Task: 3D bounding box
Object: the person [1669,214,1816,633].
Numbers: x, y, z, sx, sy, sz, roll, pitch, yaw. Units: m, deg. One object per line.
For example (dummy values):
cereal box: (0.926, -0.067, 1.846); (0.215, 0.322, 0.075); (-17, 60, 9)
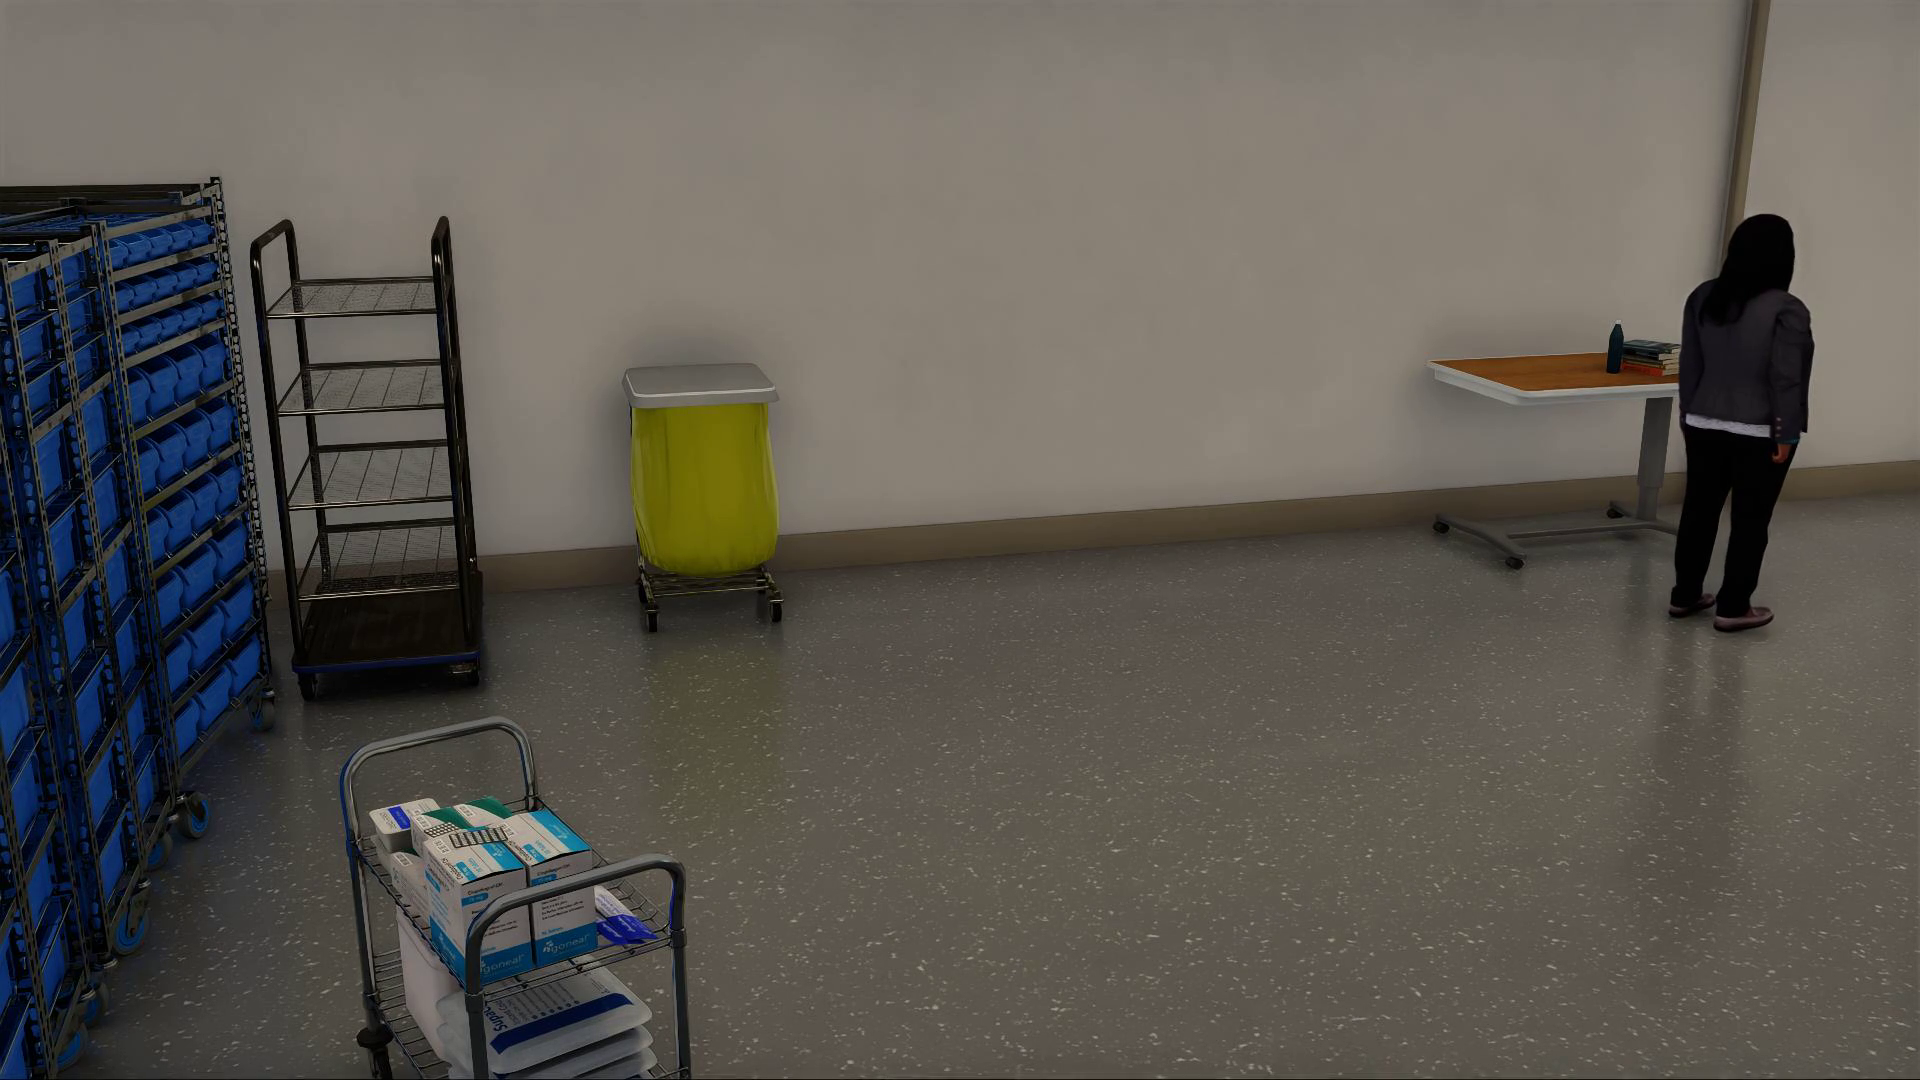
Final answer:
person: (2.998, -0.446, 6.407); (0.742, 1.598, 0.739); (-9, 18, -29)
